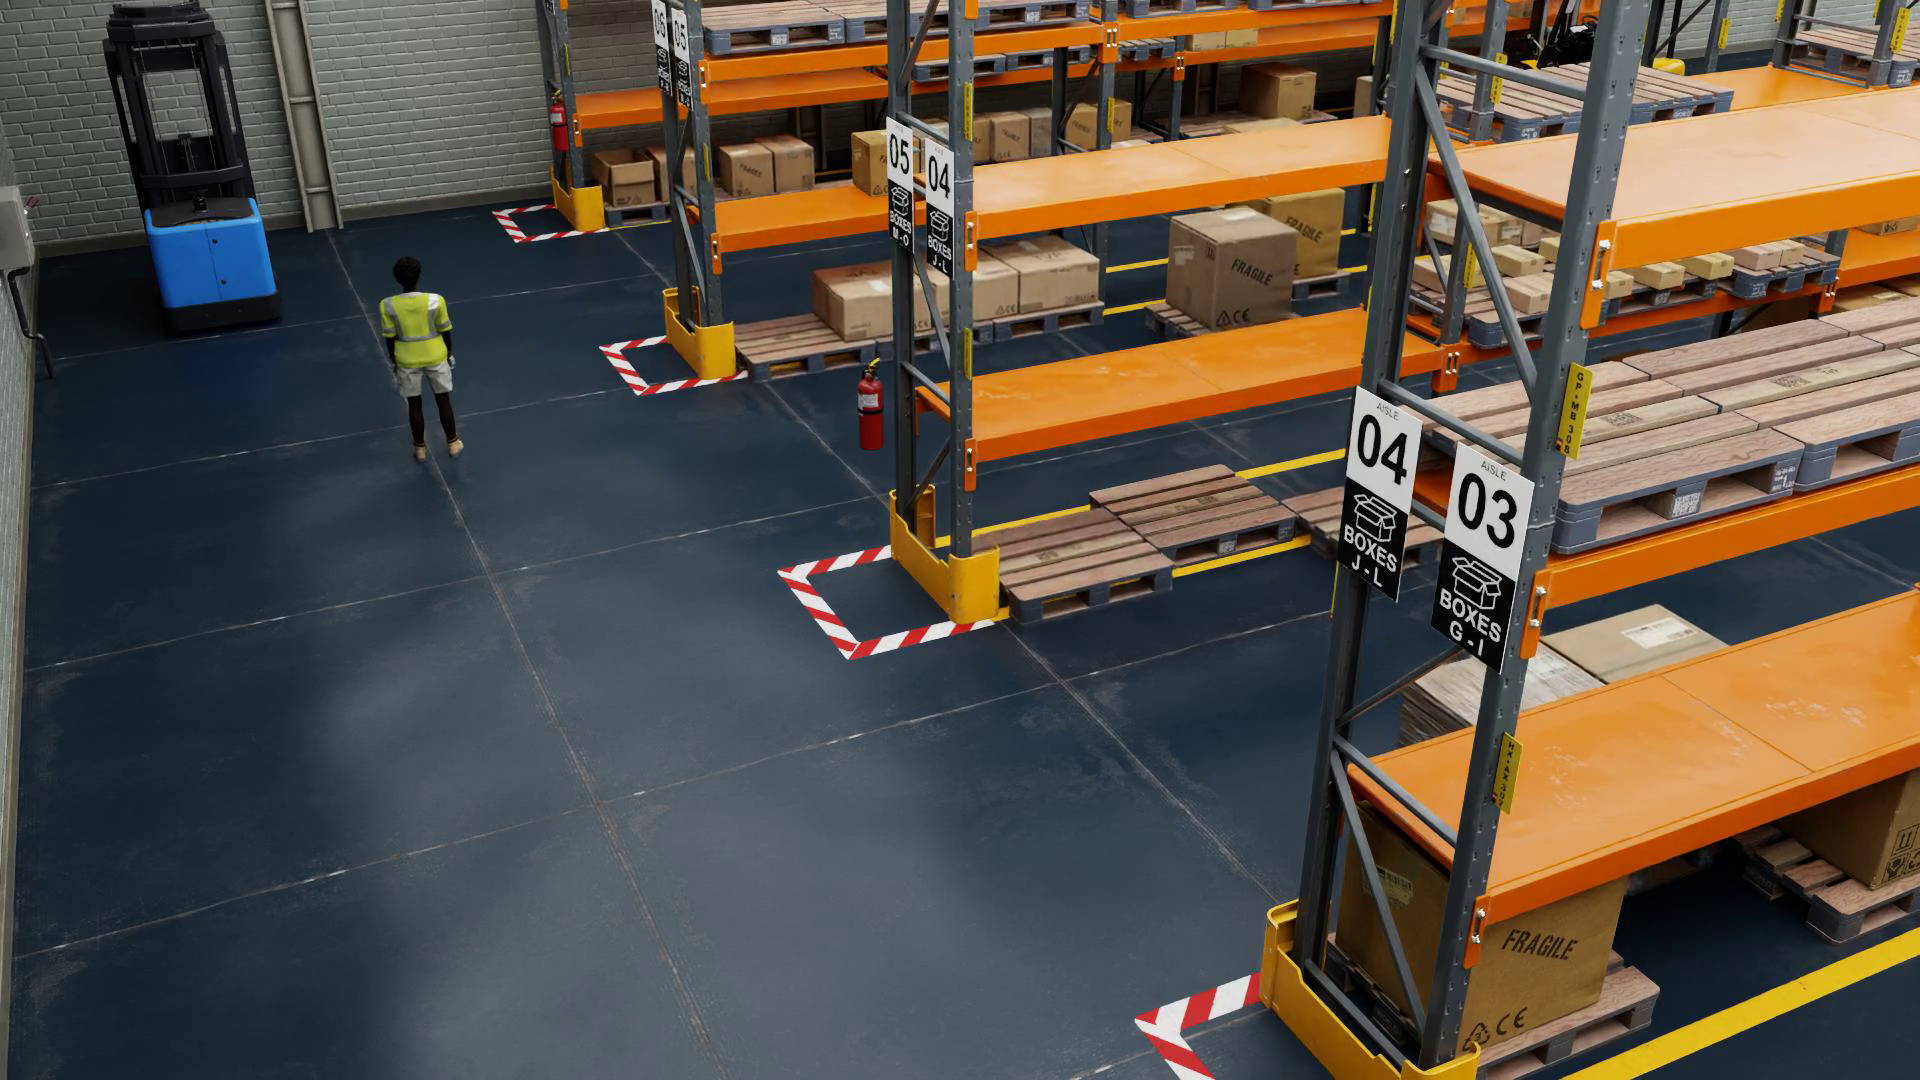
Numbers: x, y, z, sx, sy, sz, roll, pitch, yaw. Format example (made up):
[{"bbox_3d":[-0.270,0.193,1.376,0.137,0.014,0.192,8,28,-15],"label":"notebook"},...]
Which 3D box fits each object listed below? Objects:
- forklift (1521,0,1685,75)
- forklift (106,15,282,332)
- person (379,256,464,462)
[{"bbox_3d":[8.950,-6.807,23.056,1.214,2.155,2.313,-12,30,-22],"label":"forklift"},{"bbox_3d":[-7.548,-3.672,16.323,1.129,2.768,1.873,-12,30,-22],"label":"forklift"},{"bbox_3d":[-4.309,-1.447,13.320,0.539,1.695,0.315,-8,29,-14],"label":"person"}]
